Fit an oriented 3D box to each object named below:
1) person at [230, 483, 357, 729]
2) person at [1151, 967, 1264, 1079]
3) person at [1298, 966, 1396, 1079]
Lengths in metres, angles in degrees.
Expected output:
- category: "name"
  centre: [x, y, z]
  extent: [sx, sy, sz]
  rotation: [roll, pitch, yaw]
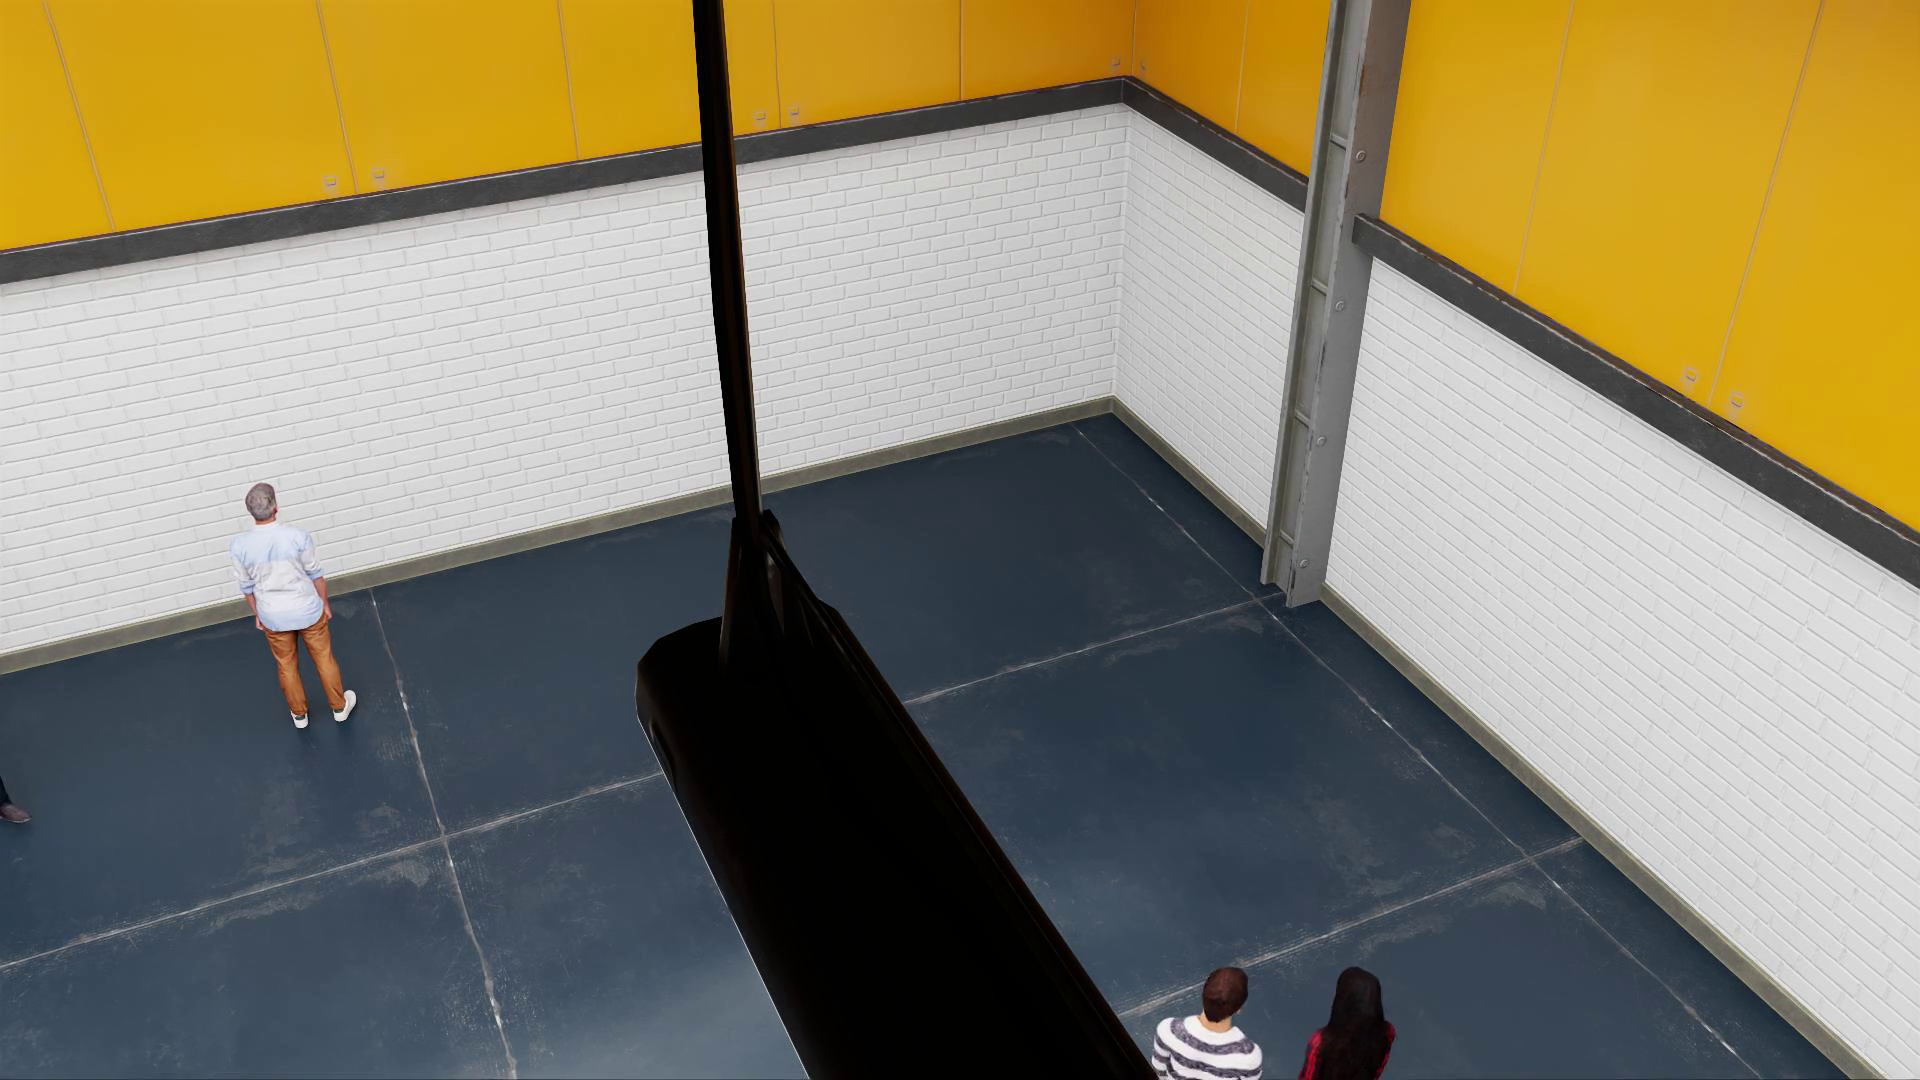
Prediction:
- category: "person"
  centre: [-4.354, 0.437, 10.823]
  extent: [0.723, 1.828, 0.639]
  rotation: [-8, 34, -12]
- category: "person"
  centre: [1.062, 2.639, 7.502]
  extent: [0.885, 1.838, 0.944]
  rotation: [7, 34, 11]
- category: "person"
  centre: [1.763, 2.644, 7.666]
  extent: [0.642, 1.647, 0.608]
  rotation: [-5, 34, -8]
